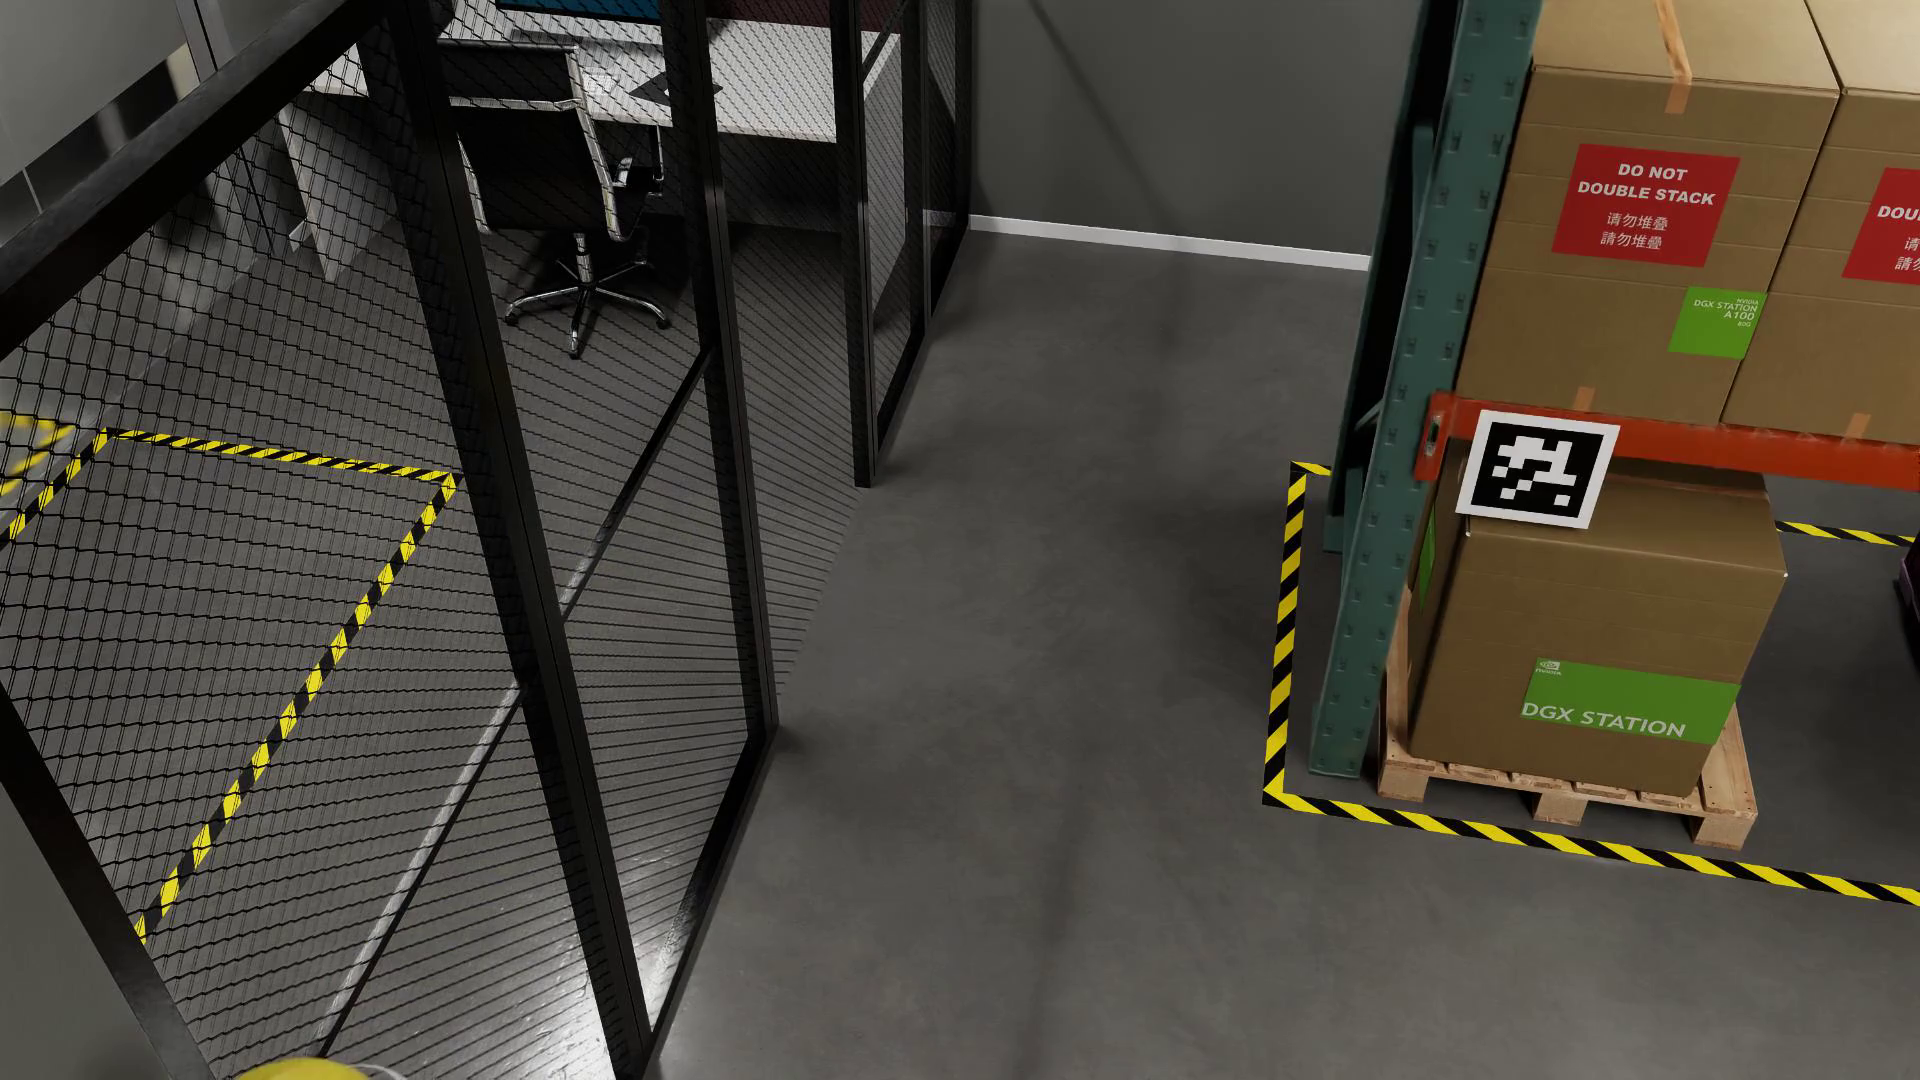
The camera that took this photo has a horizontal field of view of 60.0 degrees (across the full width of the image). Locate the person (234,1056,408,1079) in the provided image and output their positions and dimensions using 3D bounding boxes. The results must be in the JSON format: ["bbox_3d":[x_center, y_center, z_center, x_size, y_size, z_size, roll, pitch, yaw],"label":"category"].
[{"bbox_3d":[-0.669,1.226,2.165,0.587,1.835,0.404,14,43,15],"label":"person"}]
